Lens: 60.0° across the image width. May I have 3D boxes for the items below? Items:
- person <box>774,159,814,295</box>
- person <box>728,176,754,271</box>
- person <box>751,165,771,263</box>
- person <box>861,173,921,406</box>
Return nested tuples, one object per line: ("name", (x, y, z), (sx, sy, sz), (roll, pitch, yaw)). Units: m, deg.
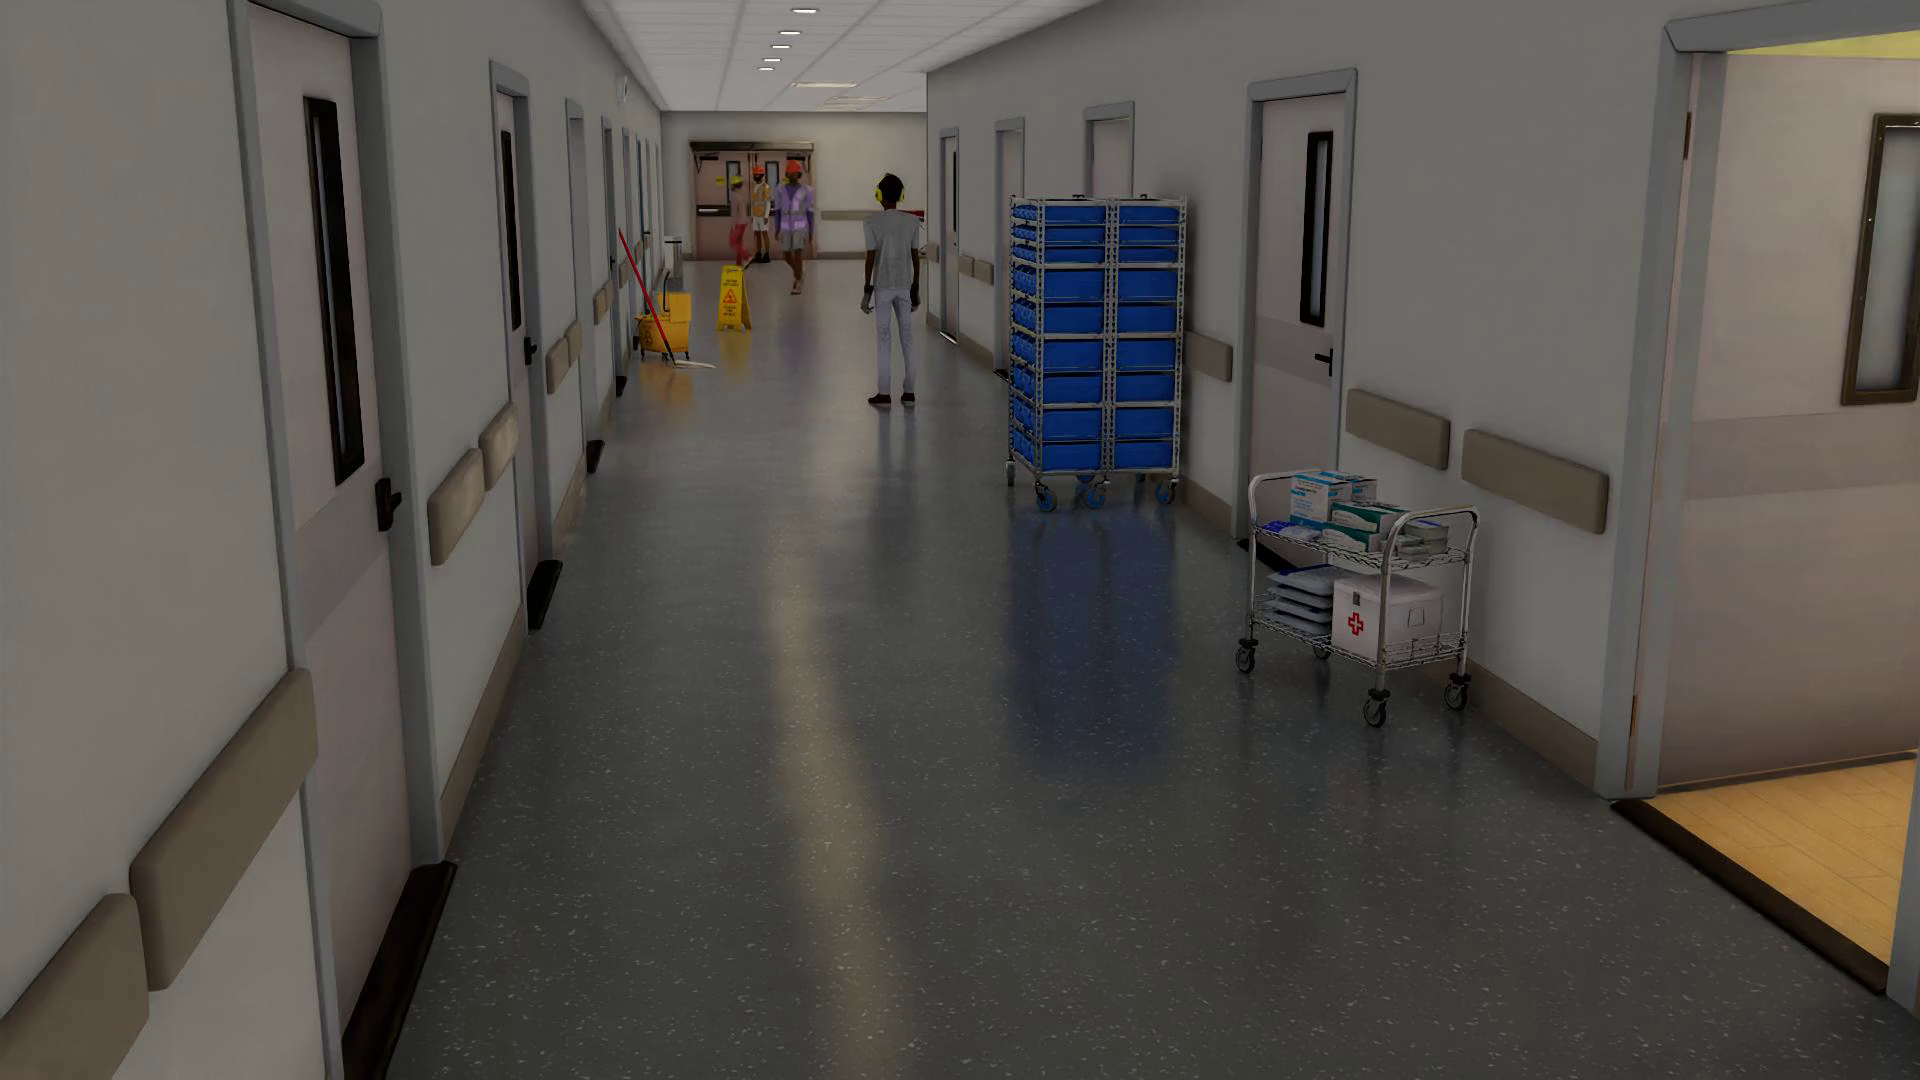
("person", (-2.500, -4.771, 25.355), (0.607, 2.030, 0.696), (3, 13, 13))
("person", (-4.068, -5.844, 30.743), (0.467, 1.748, 0.542), (5, 14, 20))
("person", (-4.031, -6.543, 33.429), (0.353, 1.942, 0.546), (-12, 18, -44))
("person", (-0.562, -2.027, 13.545), (0.510, 1.867, 0.329), (-6, 14, -25))
